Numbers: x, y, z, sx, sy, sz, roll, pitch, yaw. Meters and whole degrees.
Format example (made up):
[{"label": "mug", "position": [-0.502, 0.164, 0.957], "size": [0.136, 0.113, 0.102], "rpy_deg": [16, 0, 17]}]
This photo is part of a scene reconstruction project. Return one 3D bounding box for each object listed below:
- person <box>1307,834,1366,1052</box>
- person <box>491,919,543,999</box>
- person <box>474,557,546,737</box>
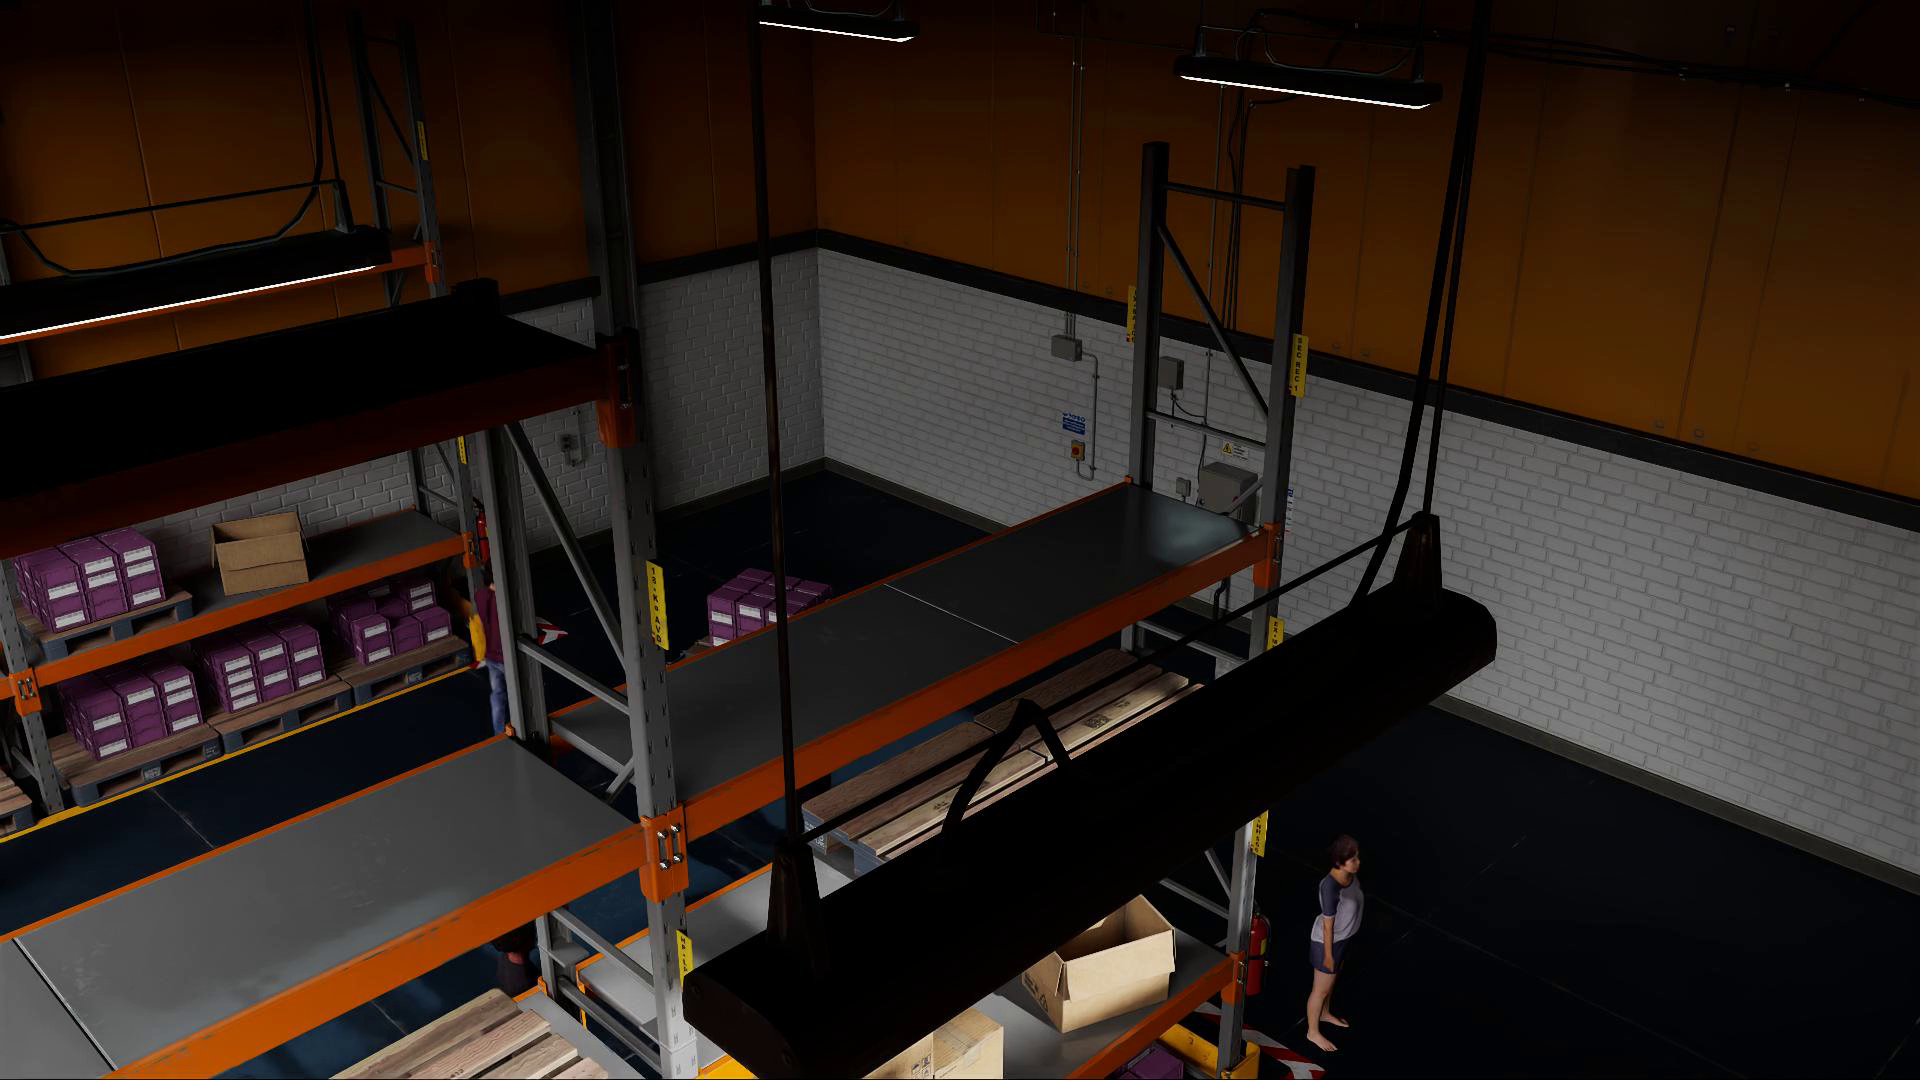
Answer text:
[{"label": "person", "position": [2.474, 2.618, 11.001], "size": [0.673, 1.566, 0.535], "rpy_deg": [13, 27, 28]}, {"label": "person", "position": [-2.629, 3.000, 9.888], "size": [1.212, 1.758, 0.867], "rpy_deg": [-11, 26, -24]}, {"label": "person", "position": [-3.960, 1.029, 14.307], "size": [0.829, 1.831, 0.882], "rpy_deg": [11, 26, 24]}]
